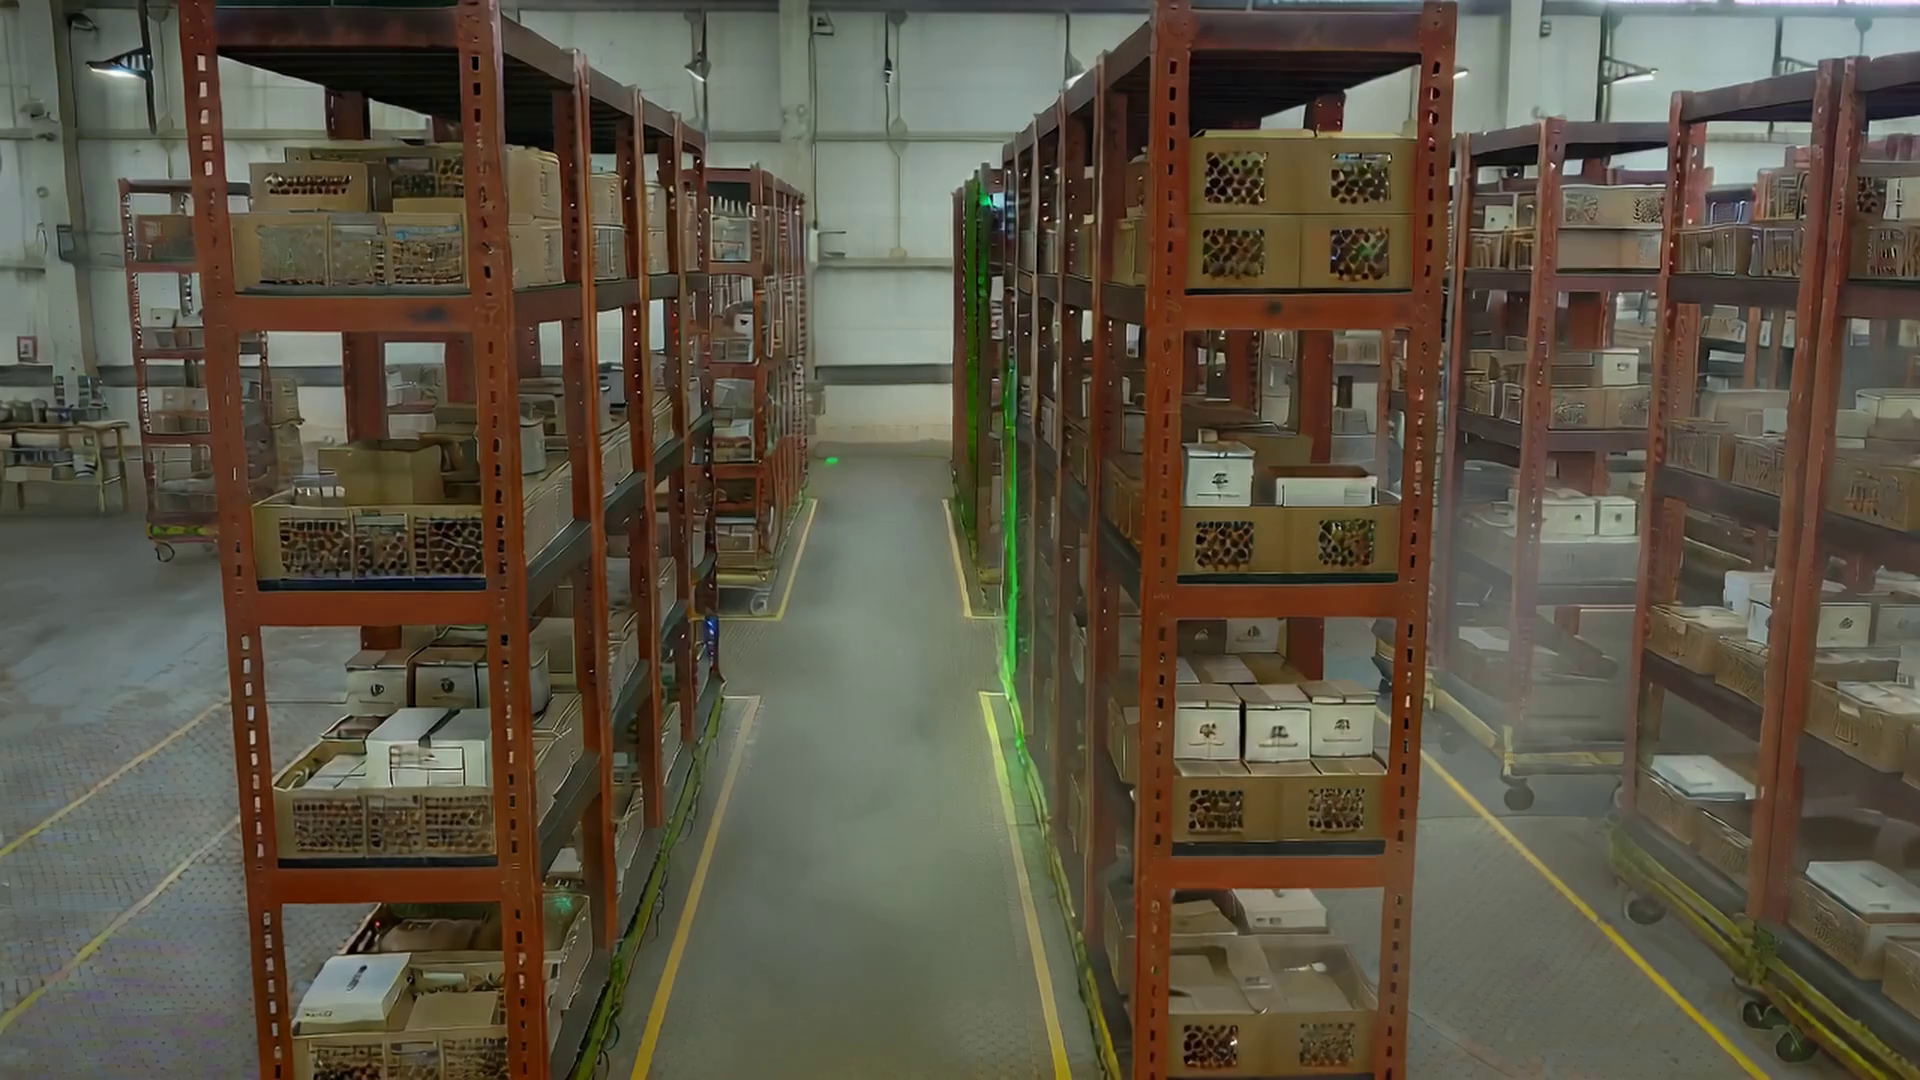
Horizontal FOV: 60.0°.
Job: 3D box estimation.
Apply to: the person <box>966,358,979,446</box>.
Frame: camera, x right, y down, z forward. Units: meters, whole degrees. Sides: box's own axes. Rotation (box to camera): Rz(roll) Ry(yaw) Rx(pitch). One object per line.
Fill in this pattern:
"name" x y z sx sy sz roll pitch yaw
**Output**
"person" 0.141 -1.742 21.656 0.373 1.843 0.572 4 11 22
